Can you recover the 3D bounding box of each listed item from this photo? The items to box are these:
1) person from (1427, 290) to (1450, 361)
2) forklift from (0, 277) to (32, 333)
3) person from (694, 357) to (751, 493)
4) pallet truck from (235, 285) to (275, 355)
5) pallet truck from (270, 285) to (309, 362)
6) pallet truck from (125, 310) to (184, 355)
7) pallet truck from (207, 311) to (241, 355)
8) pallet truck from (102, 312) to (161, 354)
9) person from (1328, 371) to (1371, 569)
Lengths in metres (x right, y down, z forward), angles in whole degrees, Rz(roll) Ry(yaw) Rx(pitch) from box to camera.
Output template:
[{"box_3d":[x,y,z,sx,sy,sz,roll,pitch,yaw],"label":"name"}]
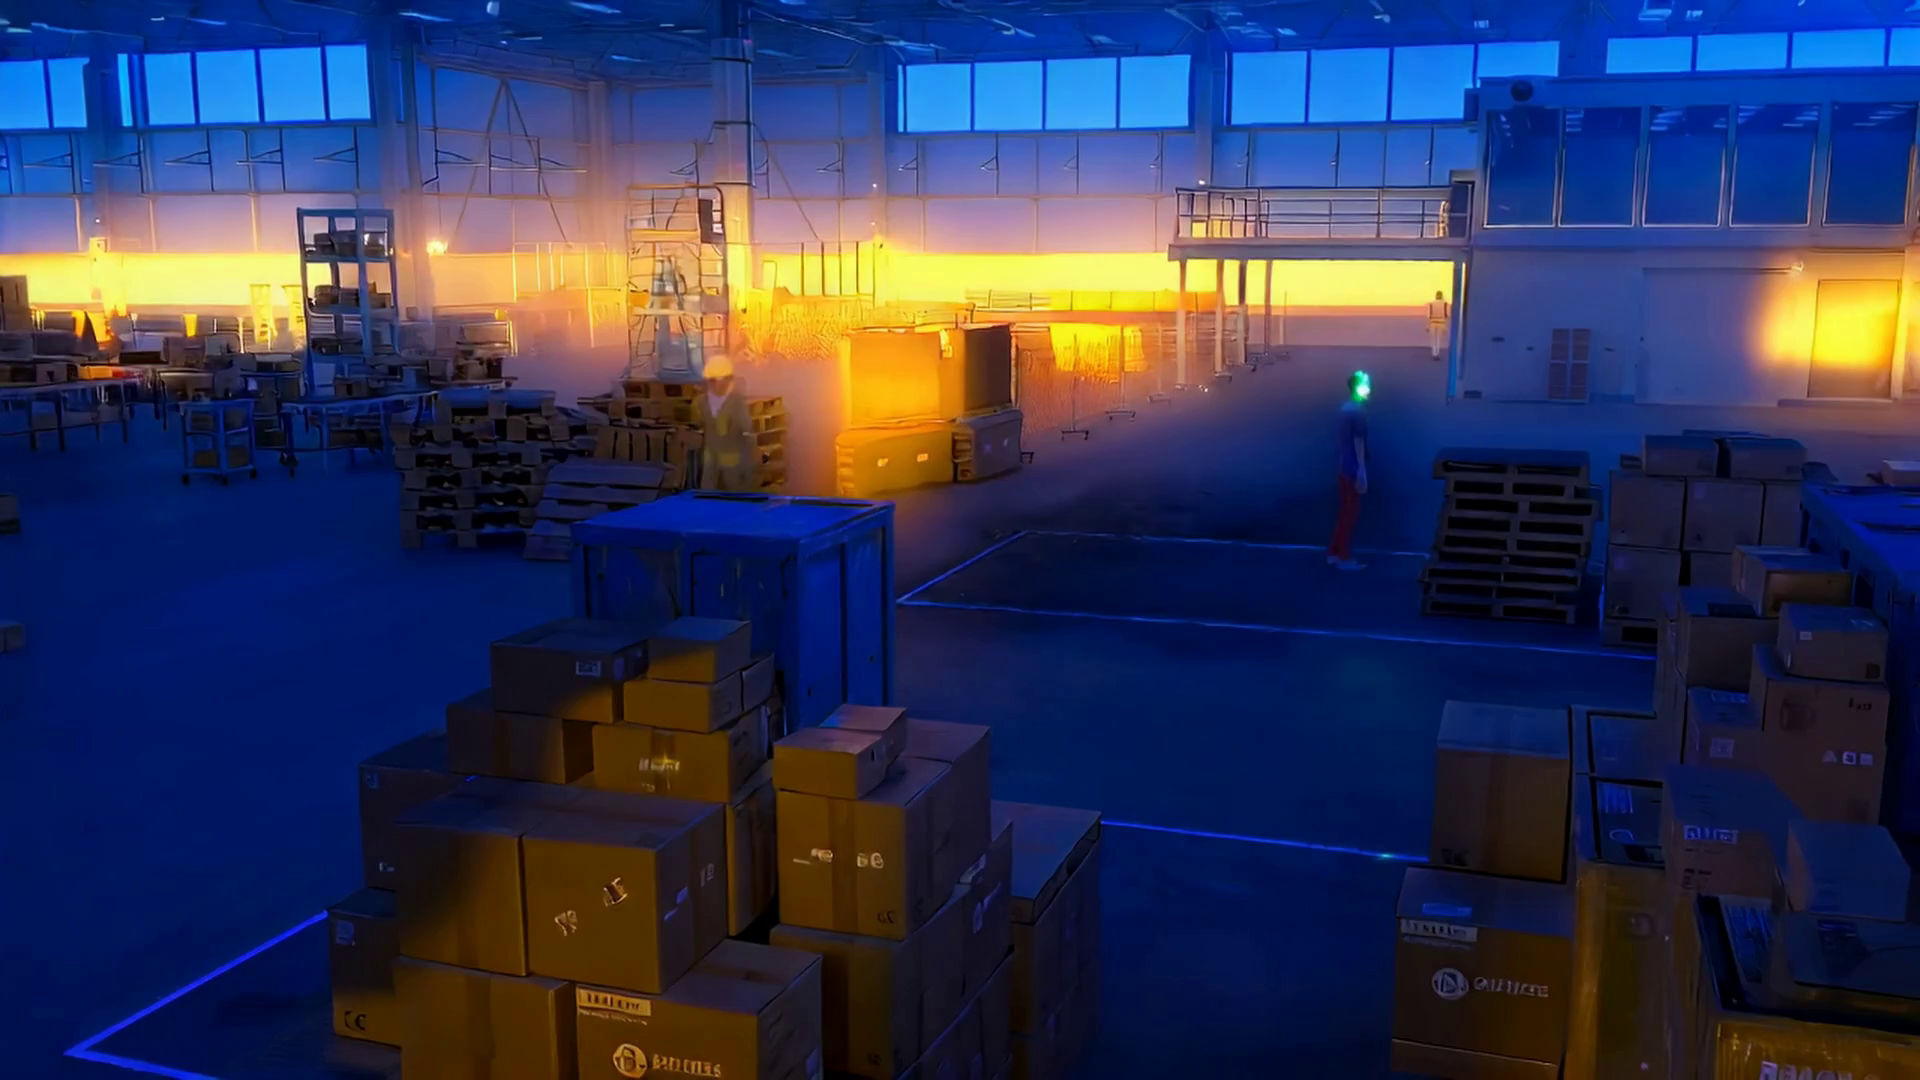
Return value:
[{"box_3d":[12.582,-5.642,43.768,0.583,1.856,0.878,3,10,14],"label":"person"},{"box_3d":[-27.151,-6.329,46.328,1.157,1.987,2.680,3,11,17],"label":"forklift"},{"box_3d":[-2.241,-0.736,15.747,0.623,1.994,1.032,4,11,20],"label":"person"},{"box_3d":[-18.327,-5.835,44.421,0.823,1.965,1.885,4,11,23],"label":"pallet truck"},{"box_3d":[-17.147,-5.700,43.663,0.823,1.965,1.885,3,11,17],"label":"pallet truck"},{"box_3d":[-22.038,-5.665,45.457,0.704,1.261,1.522,3,11,17],"label":"pallet truck"},{"box_3d":[-19.537,-5.575,44.913,0.653,1.274,1.630,3,11,19],"label":"pallet truck"},{"box_3d":[-23.057,-5.777,46.261,0.680,1.201,1.601,3,11,19],"label":"pallet truck"},{"box_3d":[3.685,-0.653,15.634,0.329,1.862,0.505,-2,10,-9],"label":"person"}]
